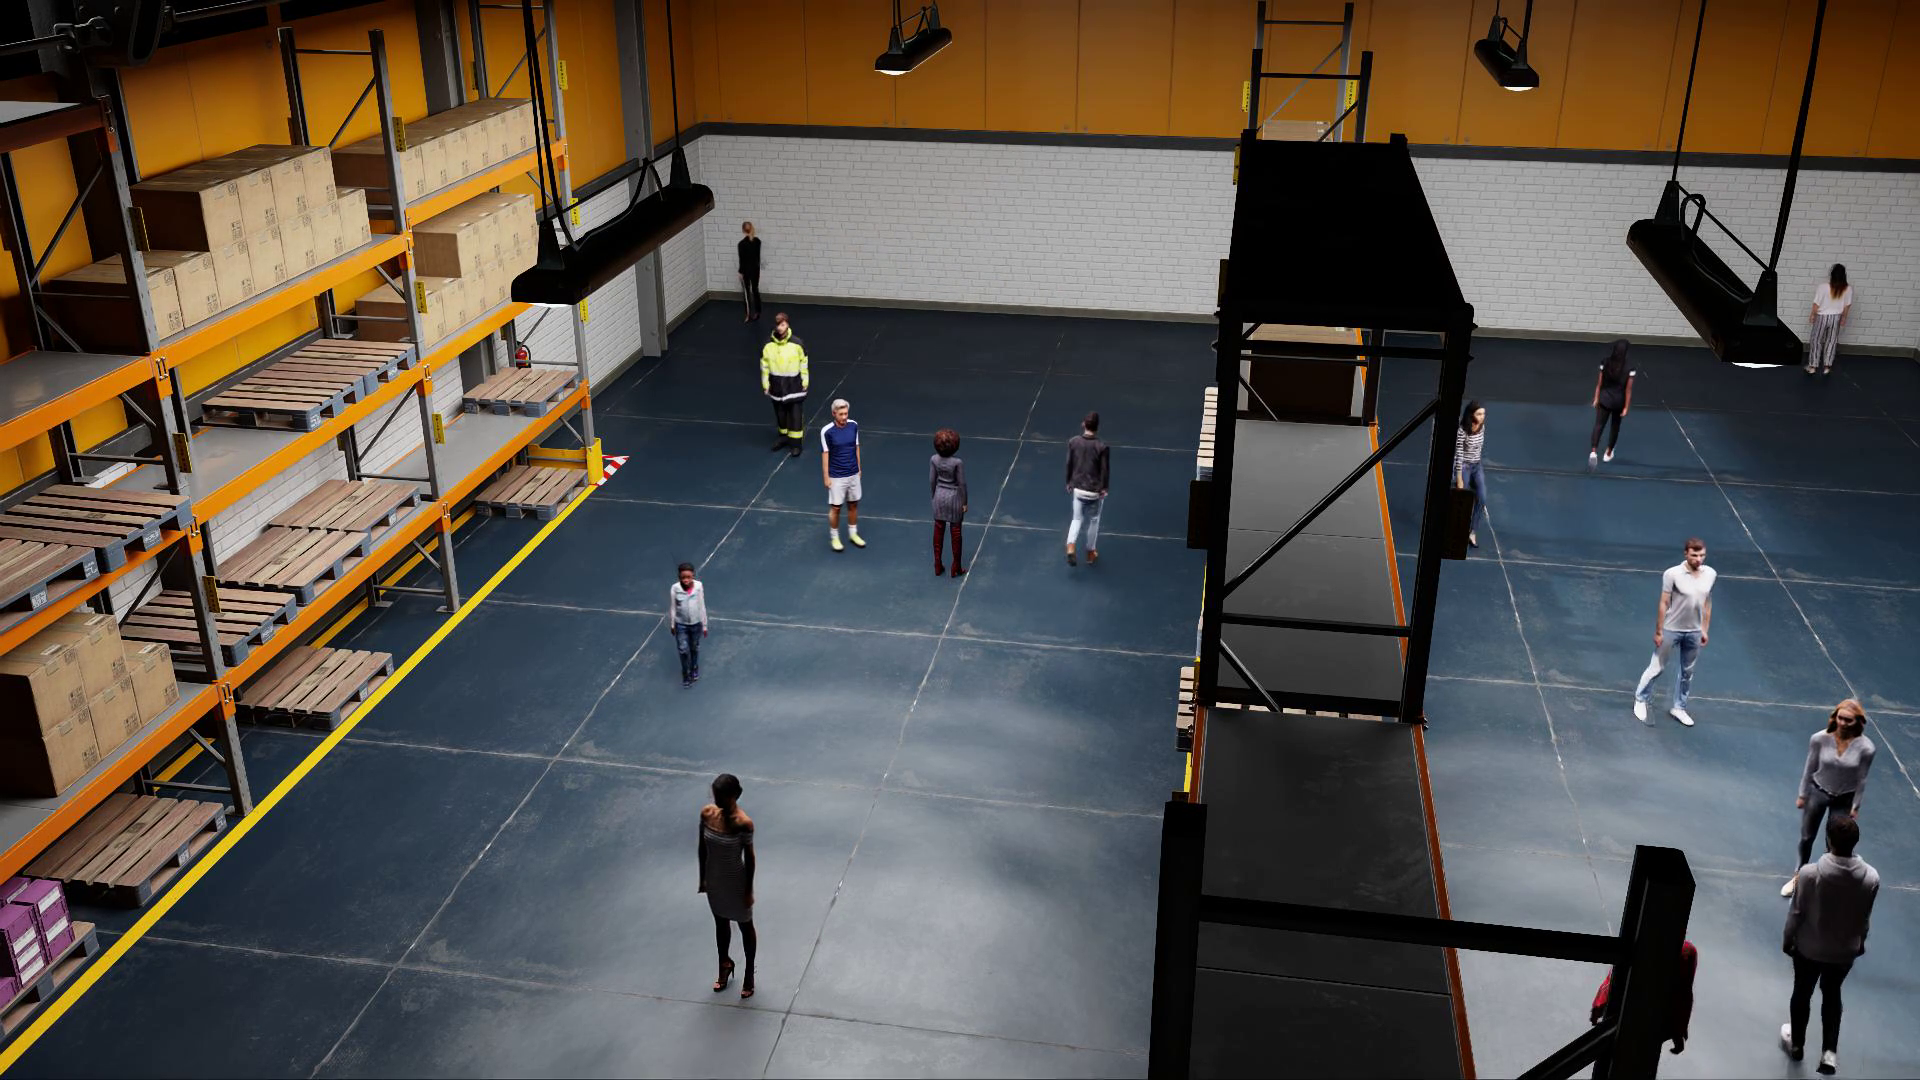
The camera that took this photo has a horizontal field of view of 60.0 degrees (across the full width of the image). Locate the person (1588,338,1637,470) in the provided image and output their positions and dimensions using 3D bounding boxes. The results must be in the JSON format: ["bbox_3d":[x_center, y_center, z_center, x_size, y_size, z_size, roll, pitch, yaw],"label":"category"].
[{"bbox_3d":[8.360,-1.732,21.406,0.867,1.703,1.172,13,27,28],"label":"person"}]

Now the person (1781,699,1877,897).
[{"bbox_3d":[6.678,1.999,12.763,0.672,1.790,0.672,15,28,30],"label":"person"}]

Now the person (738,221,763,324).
[{"bbox_3d":[-3.460,-4.440,27.598,0.675,1.707,0.761,-20,31,-38],"label":"person"}]

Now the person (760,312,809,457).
[{"bbox_3d":[-2.280,-2.093,21.931,0.839,1.945,1.049,3,24,6],"label":"person"}]

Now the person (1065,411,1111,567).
[{"bbox_3d":[1.400,-0.528,18.507,0.785,1.820,1.003,9,25,21],"label":"person"}]

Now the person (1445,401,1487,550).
[{"bbox_3d":[5.748,-0.774,19.129,0.830,1.771,0.894,-14,27,-29],"label":"person"}]

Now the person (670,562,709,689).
[{"bbox_3d":[-2.648,0.768,16.252,0.616,1.250,0.709,-5,24,-11],"label":"person"}]

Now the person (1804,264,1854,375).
[{"bbox_3d":[13.122,-3.349,25.147,0.687,1.670,0.604,7,25,16],"label":"person"}]

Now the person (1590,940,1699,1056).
[{"bbox_3d":[4.275,3.064,10.338,0.762,1.781,1.225,2,24,4],"label":"person"}]

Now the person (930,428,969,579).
[{"bbox_3d":[-0.133,-0.411,18.376,0.629,1.710,0.594,10,26,22],"label":"person"}]

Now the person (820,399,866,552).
[{"bbox_3d":[-1.352,-0.774,19.058,0.731,1.830,0.790,-16,28,-32],"label":"person"}]

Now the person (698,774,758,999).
[{"bbox_3d":[-1.618,2.423,11.752,0.647,1.824,0.614,10,26,23],"label":"person"}]

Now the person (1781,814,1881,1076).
[{"bbox_3d":[5.733,2.724,10.956,0.699,1.908,0.893,5,24,10],"label":"person"}]

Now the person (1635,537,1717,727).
[{"bbox_3d":[6.651,0.815,15.386,0.751,1.858,0.765,-3,24,-8],"label":"person"}]
